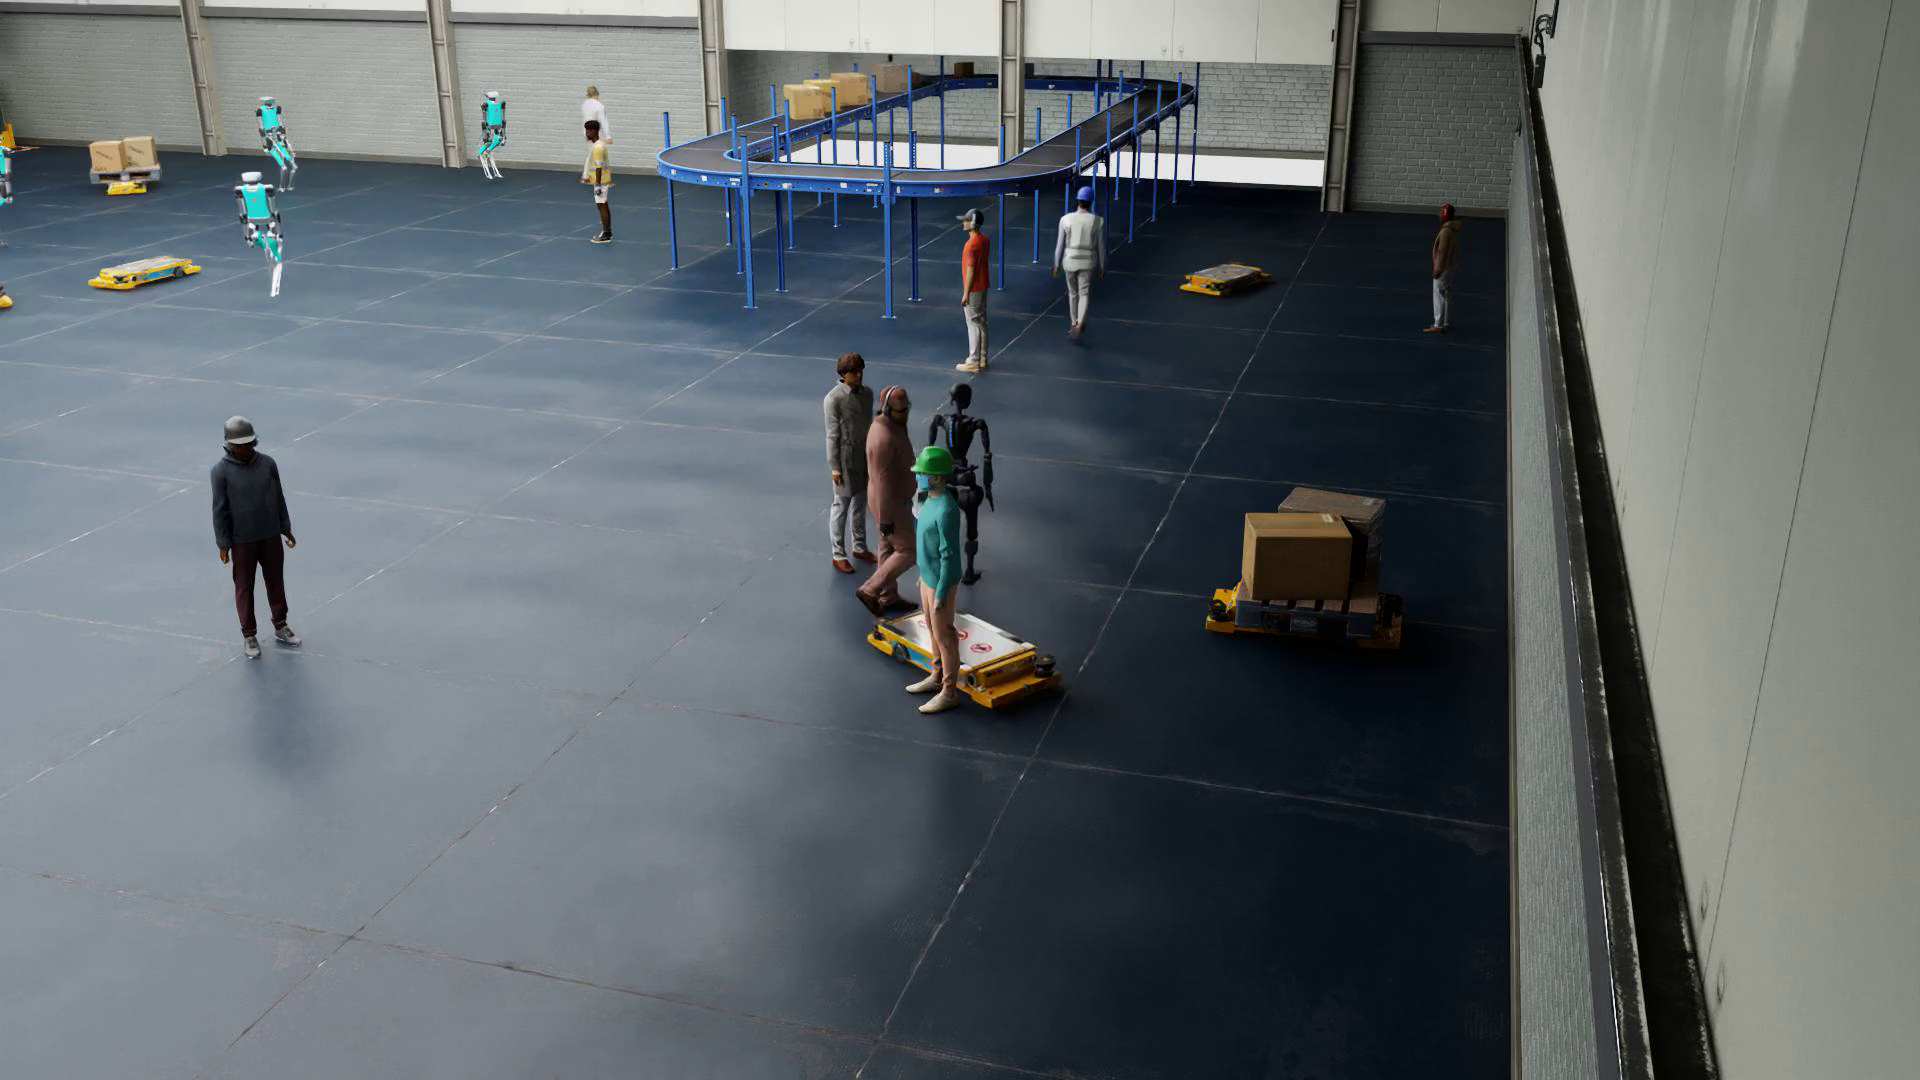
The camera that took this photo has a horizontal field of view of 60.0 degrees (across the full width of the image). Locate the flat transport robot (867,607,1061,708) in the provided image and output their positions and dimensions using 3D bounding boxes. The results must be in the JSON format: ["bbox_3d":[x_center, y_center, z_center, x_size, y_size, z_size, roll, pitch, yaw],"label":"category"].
[{"bbox_3d":[0.012,0.814,12.066,0.659,0.231,1.431,-17,27,-36],"label":"flat transport robot"}]

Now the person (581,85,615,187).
[{"bbox_3d":[-7.026,-7.733,31.956,0.462,1.920,0.796,-19,28,-40],"label":"person"}]

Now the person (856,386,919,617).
[{"bbox_3d":[-0.508,-0.279,12.647,0.448,1.888,0.689,-2,21,-4],"label":"person"}]

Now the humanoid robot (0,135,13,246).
[{"bbox_3d":[-15.376,-5.475,26.383,0.543,1.796,0.821,10,23,24],"label":"humanoid robot"}]

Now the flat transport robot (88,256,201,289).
[{"bbox_3d":[-11.916,-3.910,24.320,0.659,0.231,1.431,9,23,22],"label":"flat transport robot"}]

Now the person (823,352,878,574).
[{"bbox_3d":[-0.881,-0.644,13.678,0.366,1.833,0.502,18,28,39],"label":"person"}]

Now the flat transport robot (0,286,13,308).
[{"bbox_3d":[-13.639,-3.187,22.444,1.431,0.231,0.659,-15,26,-34],"label":"flat transport robot"}]

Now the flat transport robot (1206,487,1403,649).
[{"bbox_3d":[2.643,0.559,12.728,1.431,0.231,0.659,6,22,14],"label":"flat transport robot"}]

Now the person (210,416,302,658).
[{"bbox_3d":[-5.148,-0.043,12.142,0.555,1.810,0.373,-19,28,-40],"label":"person"}]

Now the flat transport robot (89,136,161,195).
[{"bbox_3d":[-15.966,-6.830,31.893,0.659,0.231,1.431,-9,23,-23],"label":"flat transport robot"}]

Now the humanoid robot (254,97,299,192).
[{"bbox_3d":[-12.893,-7.468,31.568,0.736,1.812,0.531,13,25,30],"label":"humanoid robot"}]

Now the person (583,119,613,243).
[{"bbox_3d":[-5.831,-5.799,26.878,0.372,1.958,0.600,-3,21,-7],"label":"person"}]

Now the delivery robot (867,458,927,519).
[{"bbox_3d":[-0.488,-0.535,15.172,0.791,0.598,0.499,20,28,41],"label":"delivery robot"}]

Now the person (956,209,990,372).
[{"bbox_3d":[0.157,-2.924,19.482,0.369,1.913,0.477,9,23,22],"label":"person"}]

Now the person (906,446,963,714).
[{"bbox_3d":[-0.164,0.260,11.271,0.351,1.875,0.508,-5,22,-14],"label":"person"}]

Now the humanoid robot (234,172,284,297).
[{"bbox_3d":[-9.789,-4.361,23.488,0.545,1.768,0.969,-4,21,-10],"label":"humanoid robot"}]

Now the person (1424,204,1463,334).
[{"bbox_3d":[6.199,-3.464,21.251,0.309,1.647,0.474,13,25,31],"label":"person"}]

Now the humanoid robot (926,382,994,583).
[{"bbox_3d":[-0.028,-0.434,13.345,0.616,1.643,0.482,10,23,23],"label":"humanoid robot"}]

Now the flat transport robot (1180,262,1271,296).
[{"bbox_3d":[3.829,-3.742,23.882,0.659,0.231,1.431,17,27,37],"label":"flat transport robot"}]

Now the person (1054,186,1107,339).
[{"bbox_3d":[1.514,-3.463,20.904,0.661,1.902,0.861,5,22,14],"label":"person"}]

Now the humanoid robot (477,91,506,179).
[{"bbox_3d":[-9.210,-7.922,32.499,0.735,1.677,0.533,17,27,37],"label":"humanoid robot"}]
